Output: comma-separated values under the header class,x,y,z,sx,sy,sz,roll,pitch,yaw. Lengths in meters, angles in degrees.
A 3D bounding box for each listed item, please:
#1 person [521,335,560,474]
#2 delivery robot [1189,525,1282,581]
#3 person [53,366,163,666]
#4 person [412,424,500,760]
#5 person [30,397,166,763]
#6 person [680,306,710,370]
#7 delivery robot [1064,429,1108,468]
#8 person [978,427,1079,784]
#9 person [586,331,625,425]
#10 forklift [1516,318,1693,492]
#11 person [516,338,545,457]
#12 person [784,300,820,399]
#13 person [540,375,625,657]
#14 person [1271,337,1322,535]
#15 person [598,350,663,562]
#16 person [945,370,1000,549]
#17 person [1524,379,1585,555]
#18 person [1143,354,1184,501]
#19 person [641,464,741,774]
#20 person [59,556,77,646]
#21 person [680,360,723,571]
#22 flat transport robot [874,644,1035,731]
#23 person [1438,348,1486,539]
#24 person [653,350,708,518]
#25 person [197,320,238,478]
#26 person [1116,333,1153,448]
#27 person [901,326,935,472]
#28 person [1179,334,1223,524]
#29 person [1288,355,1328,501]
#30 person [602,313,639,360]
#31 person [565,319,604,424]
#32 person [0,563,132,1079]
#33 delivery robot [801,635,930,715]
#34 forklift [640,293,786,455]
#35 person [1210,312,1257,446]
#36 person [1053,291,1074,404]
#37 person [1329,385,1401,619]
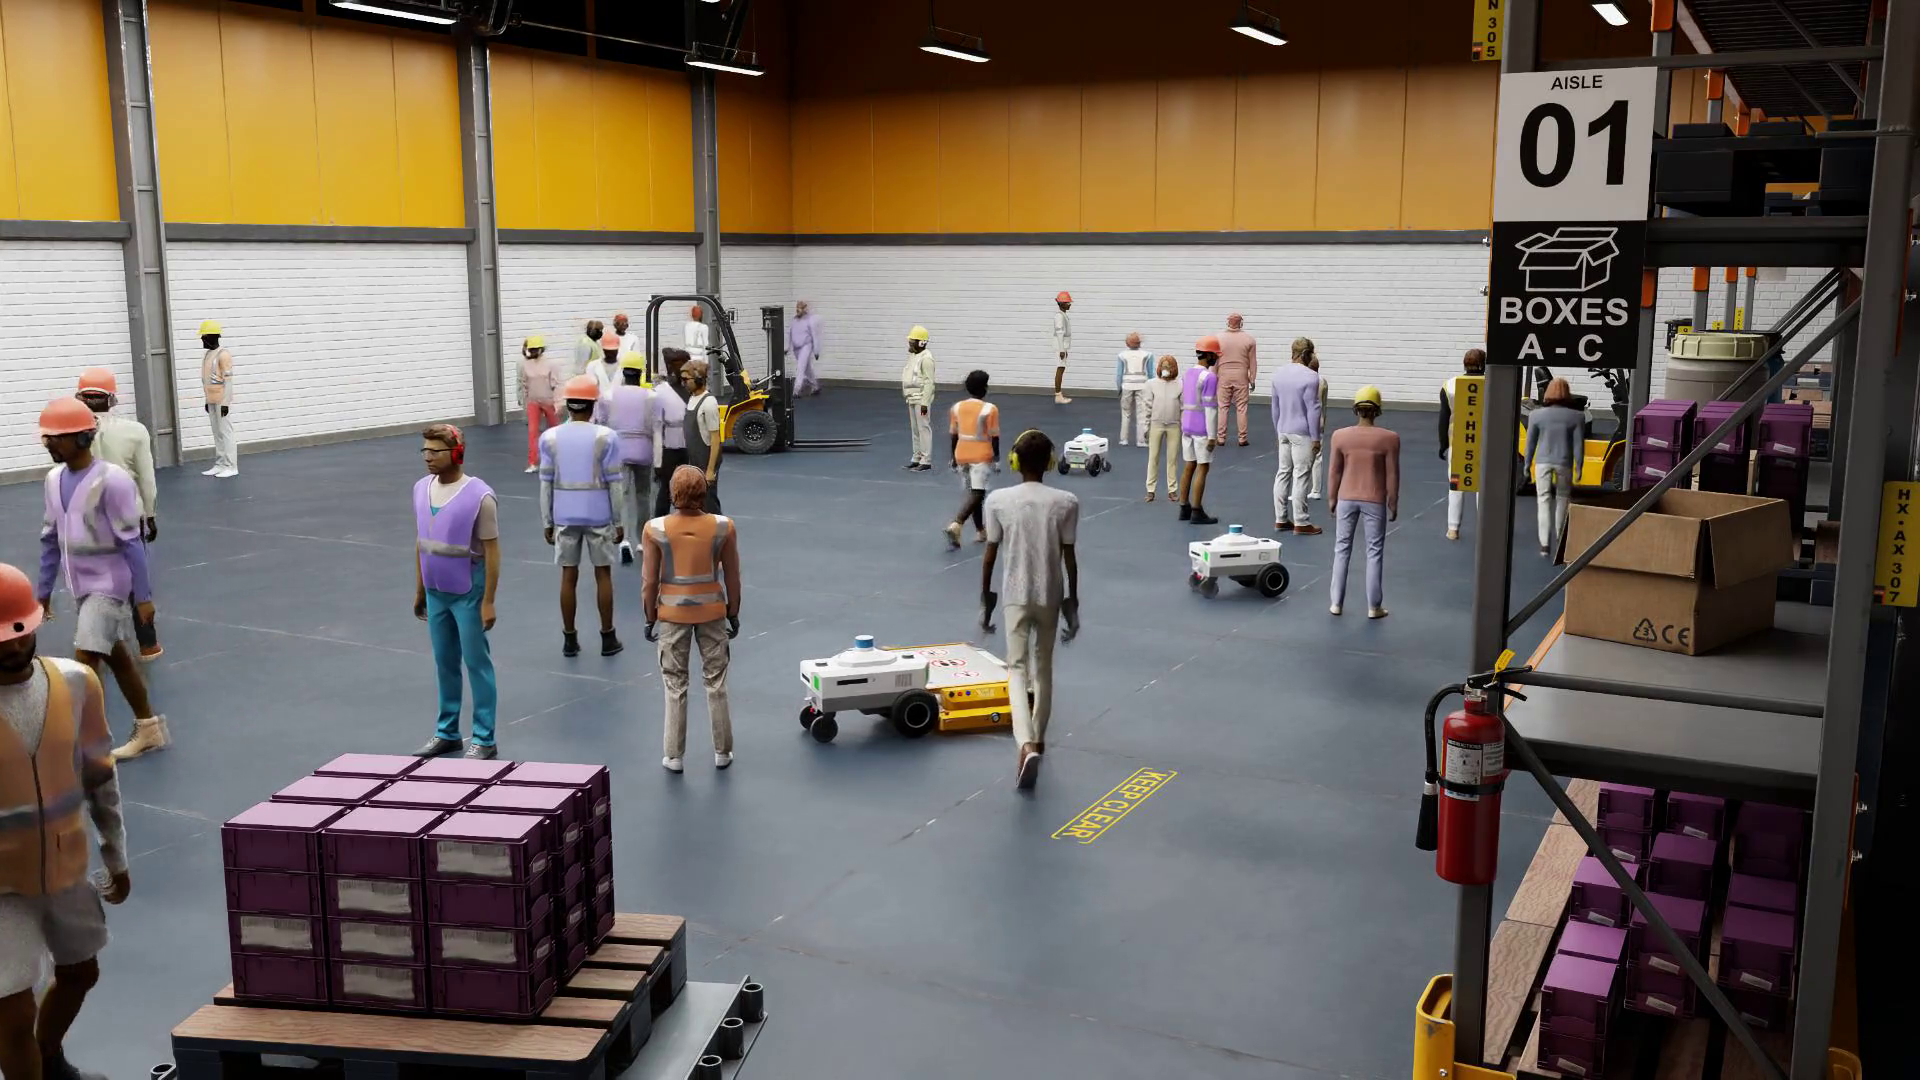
class,x,y,z,sx,sy,sz,roll,pitch,yaw
person,-5.274,-1.741,21.051,0.523,1.729,0.871,1,10,5
delivery robot,2.216,0.122,13.394,0.707,0.478,0.477,-3,10,-16
person,-5.692,-0.157,11.113,0.613,1.995,0.391,-4,11,-23
person,-2.702,0.289,8.963,0.563,1.847,0.393,6,11,30
person,-4.632,0.262,8.674,0.648,1.994,0.991,6,11,31
person,-4.651,-3.112,28.692,0.570,1.846,0.950,8,13,40
delivery robot,1.576,-1.145,20.727,0.477,0.478,0.707,5,11,26
person,0.368,0.331,8.759,0.526,1.838,0.891,0,10,-2
person,-4.005,-1.471,19.085,0.531,1.886,1.012,-2,10,-12
forklift,7.066,-1.601,18.899,2.313,2.155,1.214,5,11,27
person,-5.769,-1.951,22.601,0.500,1.613,0.580,2,10,13
person,-2.976,-3.633,31.670,0.631,1.857,1.028,9,13,42
person,-2.560,-0.159,11.343,0.555,1.926,0.418,0,10,3
person,3.300,-1.016,16.272,0.370,1.934,0.627,-6,11,-29
person,-2.955,-0.766,14.960,0.585,1.886,0.948,-2,10,-9
person,0.100,-0.754,15.528,0.538,1.669,0.773,8,13,38
person,5.465,-0.684,15.325,0.512,1.582,0.852,3,10,17
person,2.274,-1.237,18.413,0.498,1.633,0.278,0,10,1
person,-1.417,0.421,8.800,0.525,1.639,0.307,-3,10,-15
person,-6.162,-0.103,11.610,0.442,1.712,0.489,-3,10,-18
person,-2.227,-0.636,14.346,0.351,1.838,0.506,-5,11,-28
flat transport robot,-0.035,0.864,10.190,0.652,0.197,1.431,-3,10,-20
person,4.904,-0.910,15.934,0.621,1.840,0.430,4,10,20
person,-2.575,-0.832,15.441,0.623,1.856,1.003,-8,13,-39
person,-9.126,-1.732,20.431,0.587,1.928,0.363,9,13,42
person,2.479,-2.118,23.627,0.533,1.608,0.581,1,10,3
person,-0.526,-1.771,20.919,0.403,1.837,0.591,-4,10,-21
person,2.468,-1.122,16.920,0.395,1.929,0.542,-4,11,-23
person,3.849,-1.239,18.408,0.510,1.640,0.308,-6,11,-30
person,-5.178,-2.528,25.299,0.579,1.853,0.875,-5,11,-27
person,-5.478,-2.293,24.095,0.682,1.804,0.682,-1,10,-5
person,-2.816,0.963,4.951,0.693,1.900,0.592,7,12,34
delivery robot,-0.546,0.791,9.524,0.707,0.478,0.477,-4,10,-20
forklift,-3.588,-2.317,23.042,2.313,2.155,1.214,-1,10,-5
person,3.893,-2.283,23.681,0.653,1.906,0.408,2,10,11
person,1.890,-3.512,30.401,0.379,2.044,0.607,1,10,6
person,3.060,-0.291,12.606,0.539,1.754,0.378,5,11,27
